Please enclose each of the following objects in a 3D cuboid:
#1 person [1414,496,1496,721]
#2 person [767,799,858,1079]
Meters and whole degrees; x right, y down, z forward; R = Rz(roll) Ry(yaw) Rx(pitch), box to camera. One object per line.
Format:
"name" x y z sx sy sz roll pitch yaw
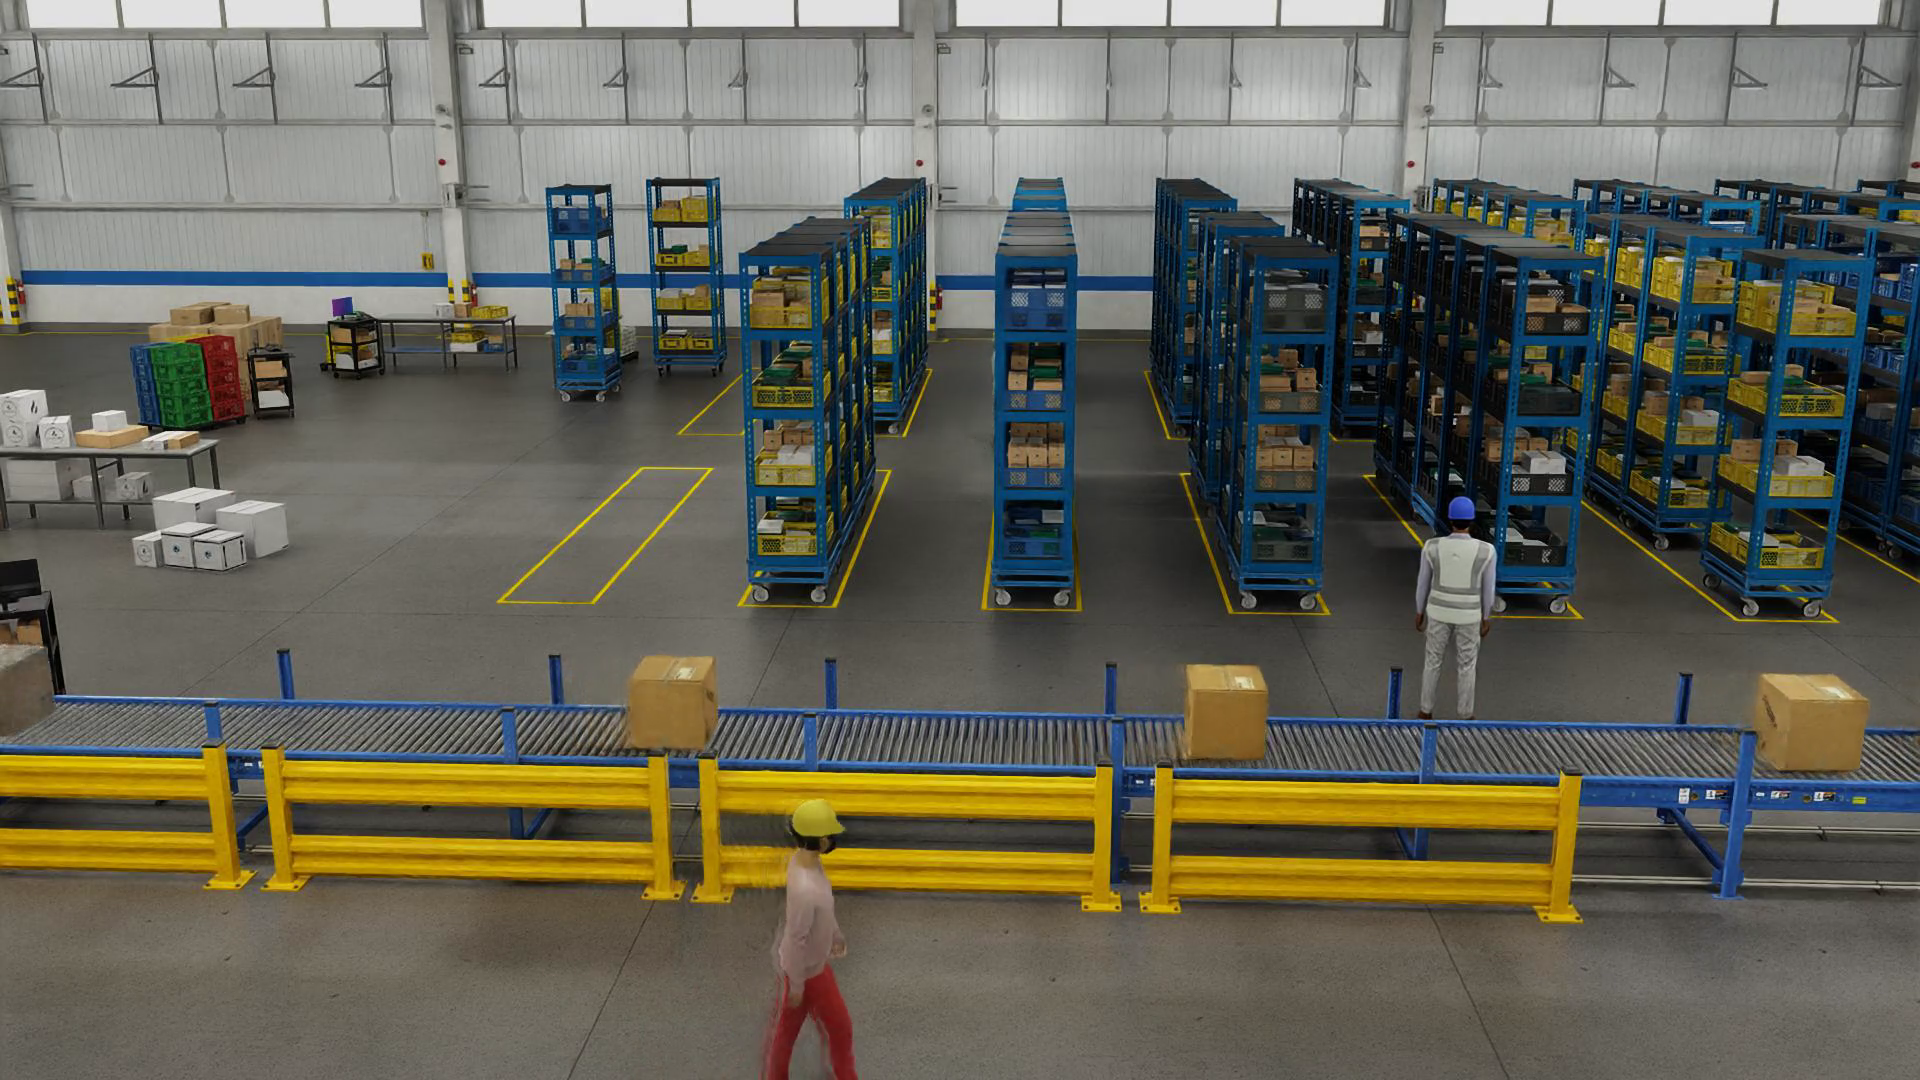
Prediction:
"person" 4.056 0.592 13.666 0.615 1.941 0.416 7 16 23
"person" -0.658 2.116 8.396 0.786 1.738 0.534 -2 15 -9
